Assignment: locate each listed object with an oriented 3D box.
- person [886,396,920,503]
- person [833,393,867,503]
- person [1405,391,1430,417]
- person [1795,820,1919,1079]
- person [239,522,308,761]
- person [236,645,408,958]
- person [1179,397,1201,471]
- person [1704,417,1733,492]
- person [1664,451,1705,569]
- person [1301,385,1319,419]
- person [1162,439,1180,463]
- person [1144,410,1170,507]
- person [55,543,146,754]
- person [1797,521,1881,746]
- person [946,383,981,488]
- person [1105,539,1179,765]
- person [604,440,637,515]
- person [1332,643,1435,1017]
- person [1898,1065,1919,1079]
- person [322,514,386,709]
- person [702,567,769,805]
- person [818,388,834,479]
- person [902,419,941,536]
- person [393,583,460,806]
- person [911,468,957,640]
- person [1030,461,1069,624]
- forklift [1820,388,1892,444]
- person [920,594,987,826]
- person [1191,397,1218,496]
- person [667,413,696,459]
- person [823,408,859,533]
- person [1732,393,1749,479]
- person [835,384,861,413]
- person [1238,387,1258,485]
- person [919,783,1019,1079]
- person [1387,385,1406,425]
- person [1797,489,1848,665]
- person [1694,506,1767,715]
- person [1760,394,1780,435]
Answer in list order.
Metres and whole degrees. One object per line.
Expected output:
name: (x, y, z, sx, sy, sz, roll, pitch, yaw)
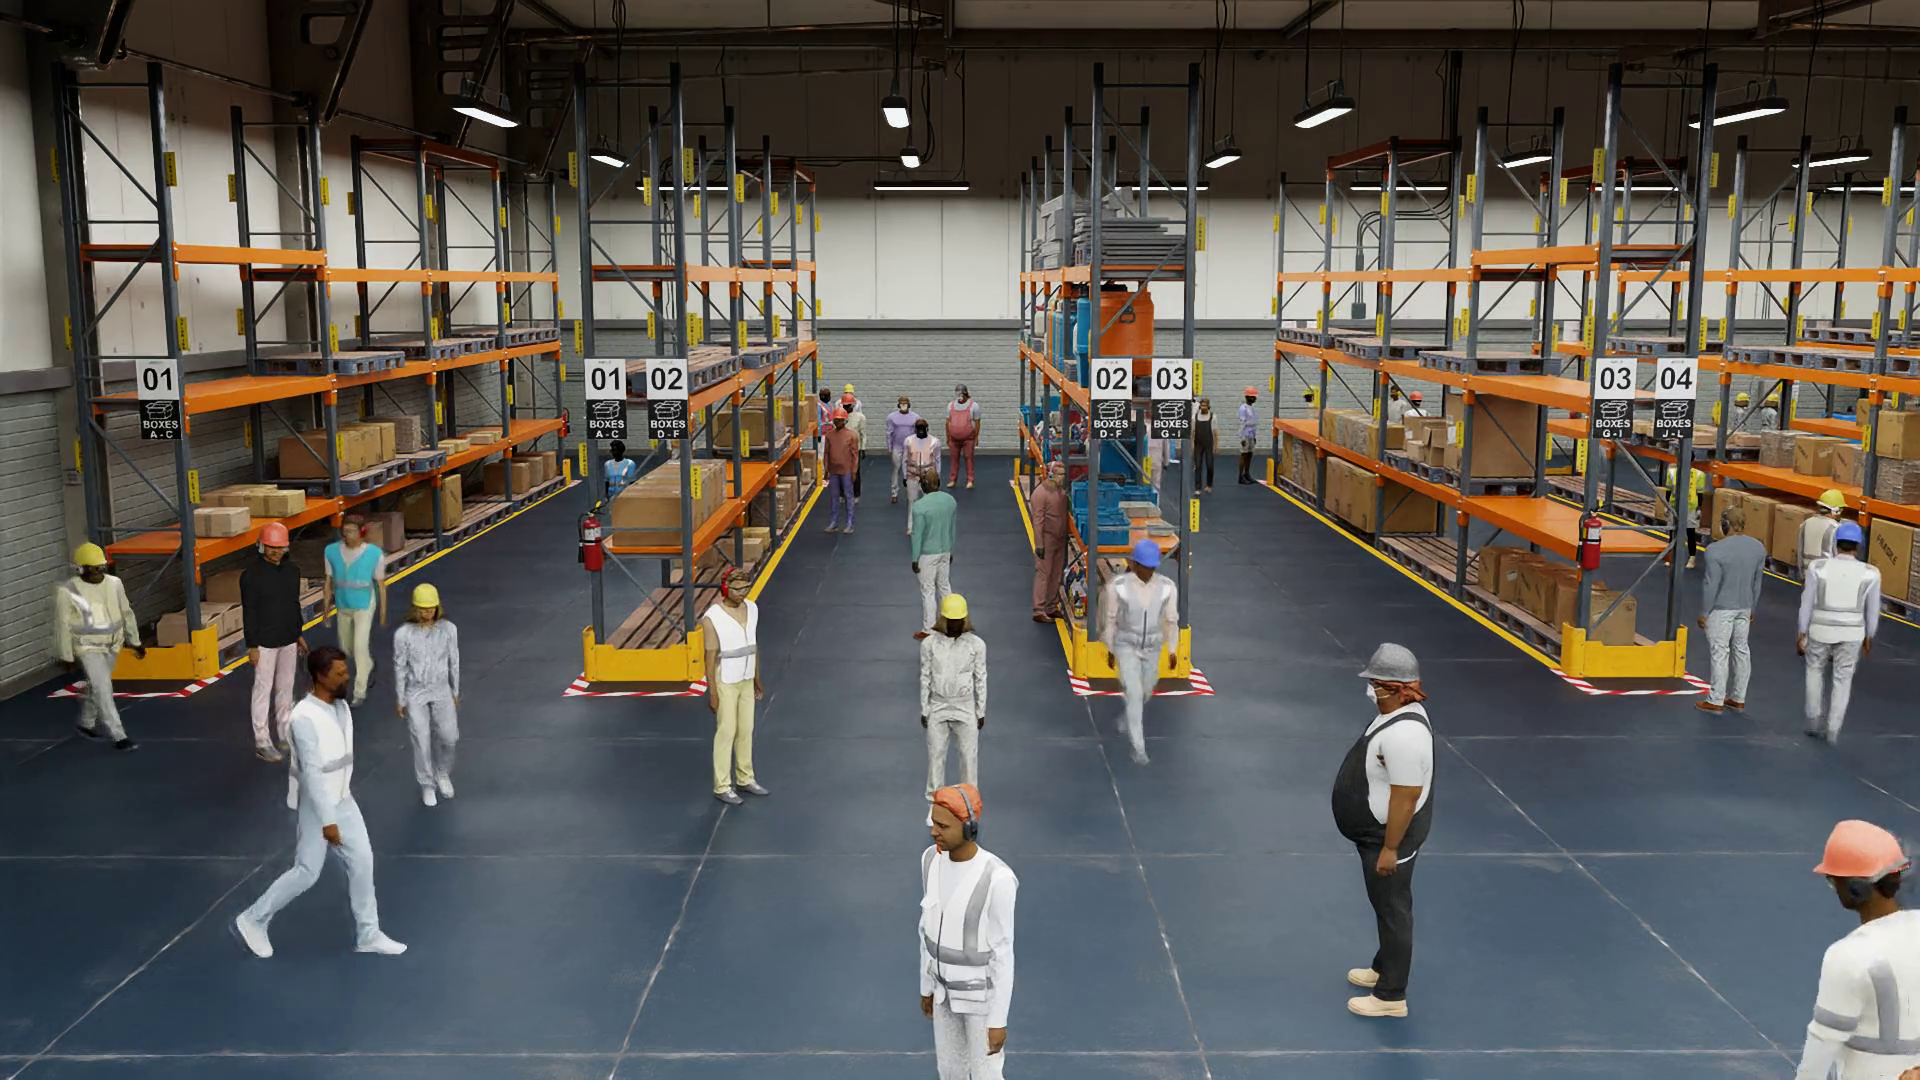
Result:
person: (-1.013, -1.627, 29.939, 0.627, 1.940, 0.370, -1, 9, -7)
person: (-1.986, -1.641, 29.865, 0.612, 1.987, 0.399, 1, 9, 9)
person: (8.544, -1.826, 31.262, 0.544, 1.929, 0.389, -4, 10, -23)
person: (3.336, 2.021, 6.277, 0.633, 1.997, 0.947, -5, 10, -29)
person: (-5.724, 0.834, 13.939, 0.391, 1.991, 0.613, 4, 10, 23)
person: (-3.786, 1.537, 9.758, 0.907, 1.891, 0.585, 1, 9, 7)
person: (4.871, -2.320, 34.990, 0.342, 1.749, 0.570, -9, 12, -44)
person: (13.455, -1.448, 29.431, 0.551, 1.733, 0.783, -1, 9, -5)
person: (10.050, -0.441, 23.107, 0.535, 1.691, 0.319, 8, 12, 41)
person: (7.118, -2.184, 33.658, 0.586, 1.893, 0.625, 3, 9, 19)
person: (4.573, -2.644, 36.512, 0.585, 1.928, 0.370, 6, 11, 33)
person: (3.202, -1.319, 28.139, 0.679, 1.871, 0.876, 0, 9, 1)
person: (-7.360, 0.897, 14.210, 0.925, 1.791, 0.597, 4, 10, 25)
person: (7.615, 0.789, 14.454, 0.631, 1.917, 0.740, 4, 10, 22)
person: (0.030, -2.002, 32.025, 0.688, 2.000, 0.536, 3, 9, 17)
person: (1.504, 0.878, 14.025, 0.617, 1.895, 0.872, -1, 9, -9)
person: (-4.960, -0.627, 24.309, 0.539, 1.690, 0.320, 3, 9, 19)
person: (2.305, 1.561, 9.101, 0.539, 2.000, 0.689, 2, 9, 15)
person: (2.967, 2.386, 5.099, 0.285, 1.632, 0.499, 5, 10, 28)
person: (-5.703, 0.635, 15.773, 0.572, 1.824, 0.779, 1, 9, 6)
person: (-1.748, 1.103, 12.726, 0.393, 1.832, 0.574, 5, 10, 32)
person: (-2.742, -2.160, 33.724, 0.431, 1.838, 0.630, 3, 9, 20)
person: (-0.605, -0.981, 26.092, 0.621, 1.845, 0.429, 0, 9, 3)
person: (-4.034, 1.173, 12.627, 0.495, 1.726, 0.396, -5, 10, -27)
person: (-0.300, 0.164, 18.457, 0.635, 1.929, 0.378, -9, 12, -44)
person: (1.085, 0.021, 19.492, 0.401, 1.897, 0.648, 6, 11, 33)
forklift: (20.072, -3.110, 36.462, 1.873, 2.768, 1.129, 0, 9, 0)
person: (-0.048, 1.243, 12.137, 0.486, 1.738, 0.320, 1, 9, 5)
person: (4.540, -1.748, 31.033, 0.523, 1.842, 0.420, 2, 9, 15)
person: (-5.104, -1.723, 30.558, 0.545, 1.938, 0.357, -3, 9, -19)
person: (-1.896, -1.105, 26.390, 0.612, 1.997, 0.375, 4, 10, 24)
person: (15.772, -2.106, 33.642, 0.284, 1.746, 0.491, 2, 9, 15)
person: (-2.346, -2.385, 35.150, 0.587, 1.835, 0.404, -3, 9, -21)
person: (5.682, -2.049, 32.704, 0.379, 1.932, 0.544, 6, 11, 35)
person: (0.020, 1.953, 7.121, 0.356, 1.879, 0.576, -7, 11, -39)
person: (8.991, -2.271, 34.358, 0.338, 1.859, 0.502, -6, 11, -35)
person: (9.026, 0.381, 17.362, 0.403, 1.830, 0.601, -2, 9, -15)
person: (7.080, 0.645, 15.322, 0.632, 1.940, 0.372, -3, 9, -17)
person: (16.347, -2.090, 33.589, 0.320, 1.731, 0.490, -1, 9, -5)
